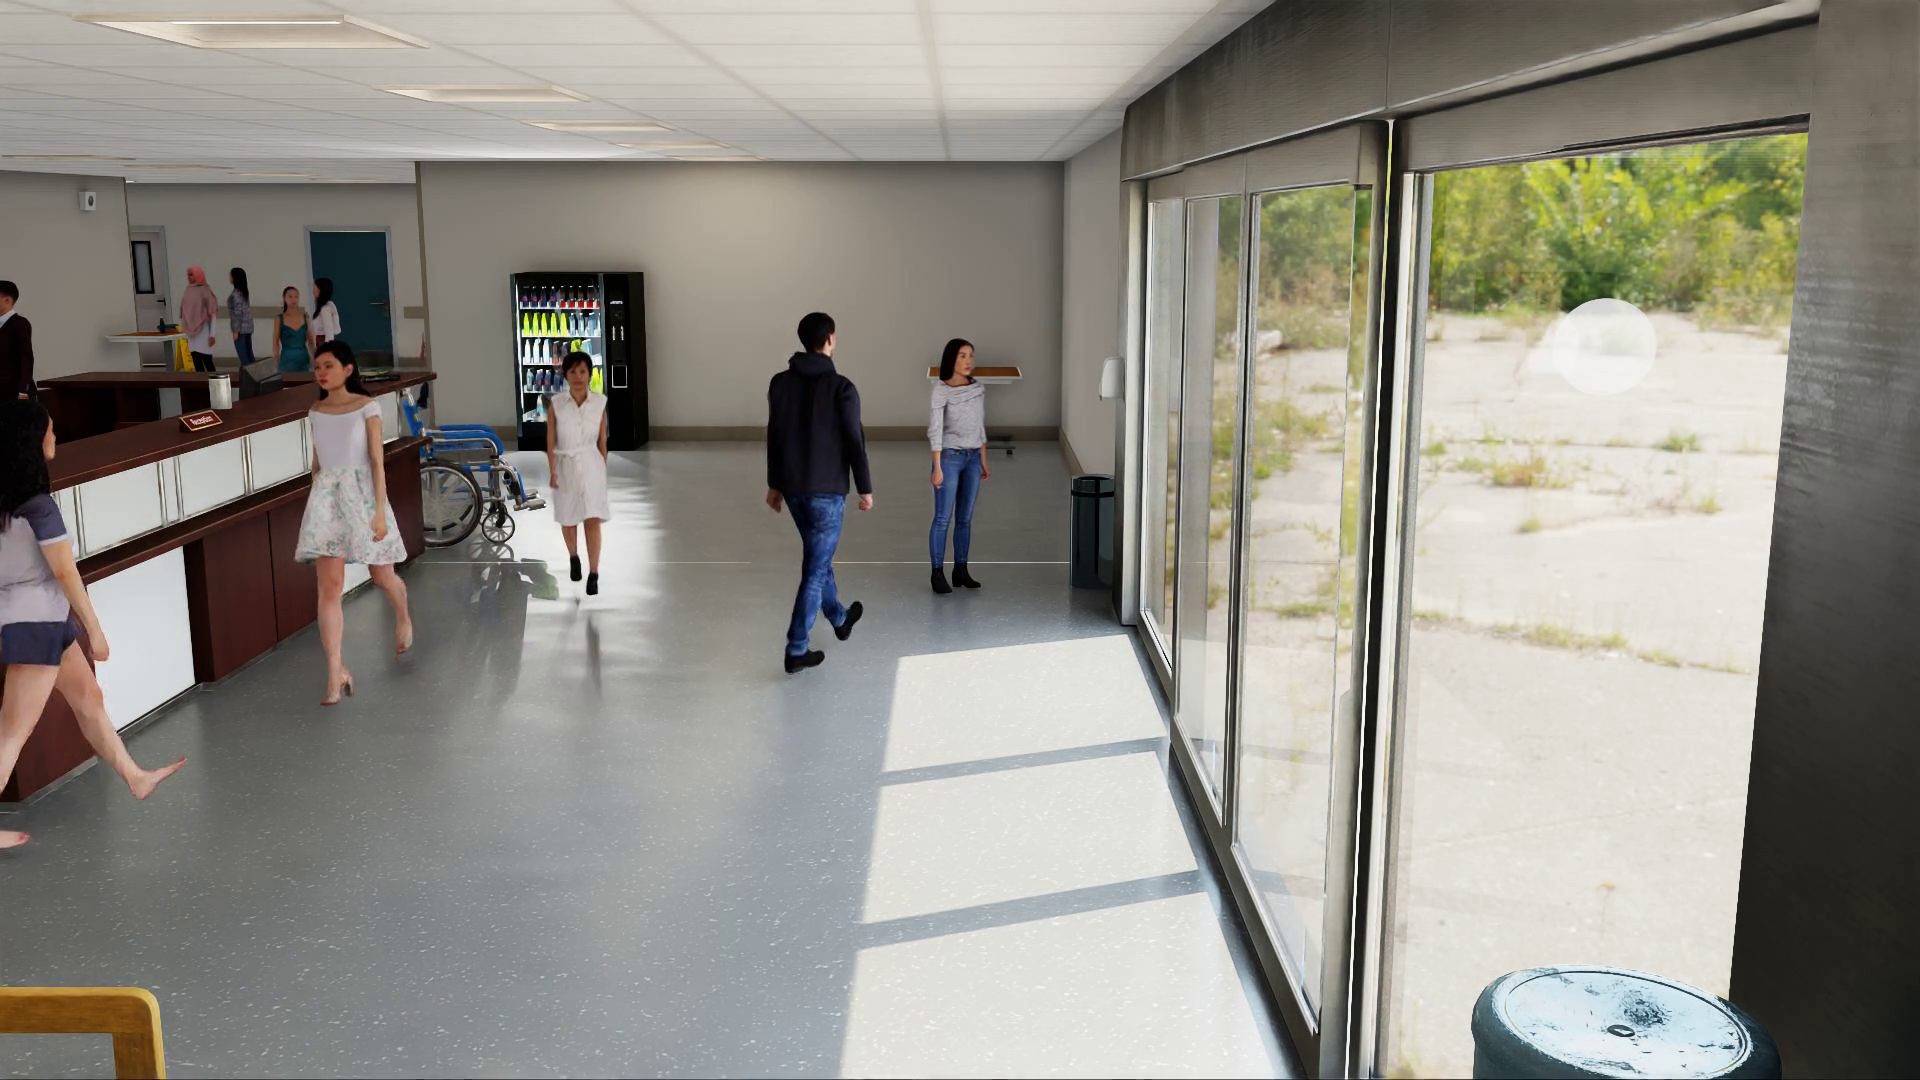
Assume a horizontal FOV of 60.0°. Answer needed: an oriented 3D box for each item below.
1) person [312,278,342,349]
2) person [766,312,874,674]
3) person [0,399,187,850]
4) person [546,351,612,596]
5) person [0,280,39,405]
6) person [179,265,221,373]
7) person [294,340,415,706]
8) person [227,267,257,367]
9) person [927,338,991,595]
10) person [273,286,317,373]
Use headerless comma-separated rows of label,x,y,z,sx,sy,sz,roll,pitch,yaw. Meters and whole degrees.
person,-7.039,-2.042,18.542,0.607,1.750,0.651,-3,11,-16
person,-0.797,-0.211,8.664,1.202,1.836,1.125,6,12,28
person,-3.507,0.356,6.157,1.113,1.656,1.115,9,14,39
person,-2.450,-0.409,10.589,1.016,1.507,0.781,-3,11,-15
person,-8.117,-1.291,14.275,0.757,1.866,0.843,8,14,37
person,-9.970,-2.695,21.839,0.667,1.803,0.785,5,12,24
person,-2.980,-0.096,8.315,1.115,1.739,0.746,1,11,6
person,-10.221,-3.008,23.682,0.505,1.732,0.615,0,11,-1
person,-0.027,-0.479,10.624,0.659,1.632,0.736,-9,14,-40
person,-7.197,-1.878,17.930,0.871,1.655,0.915,-10,15,-43
